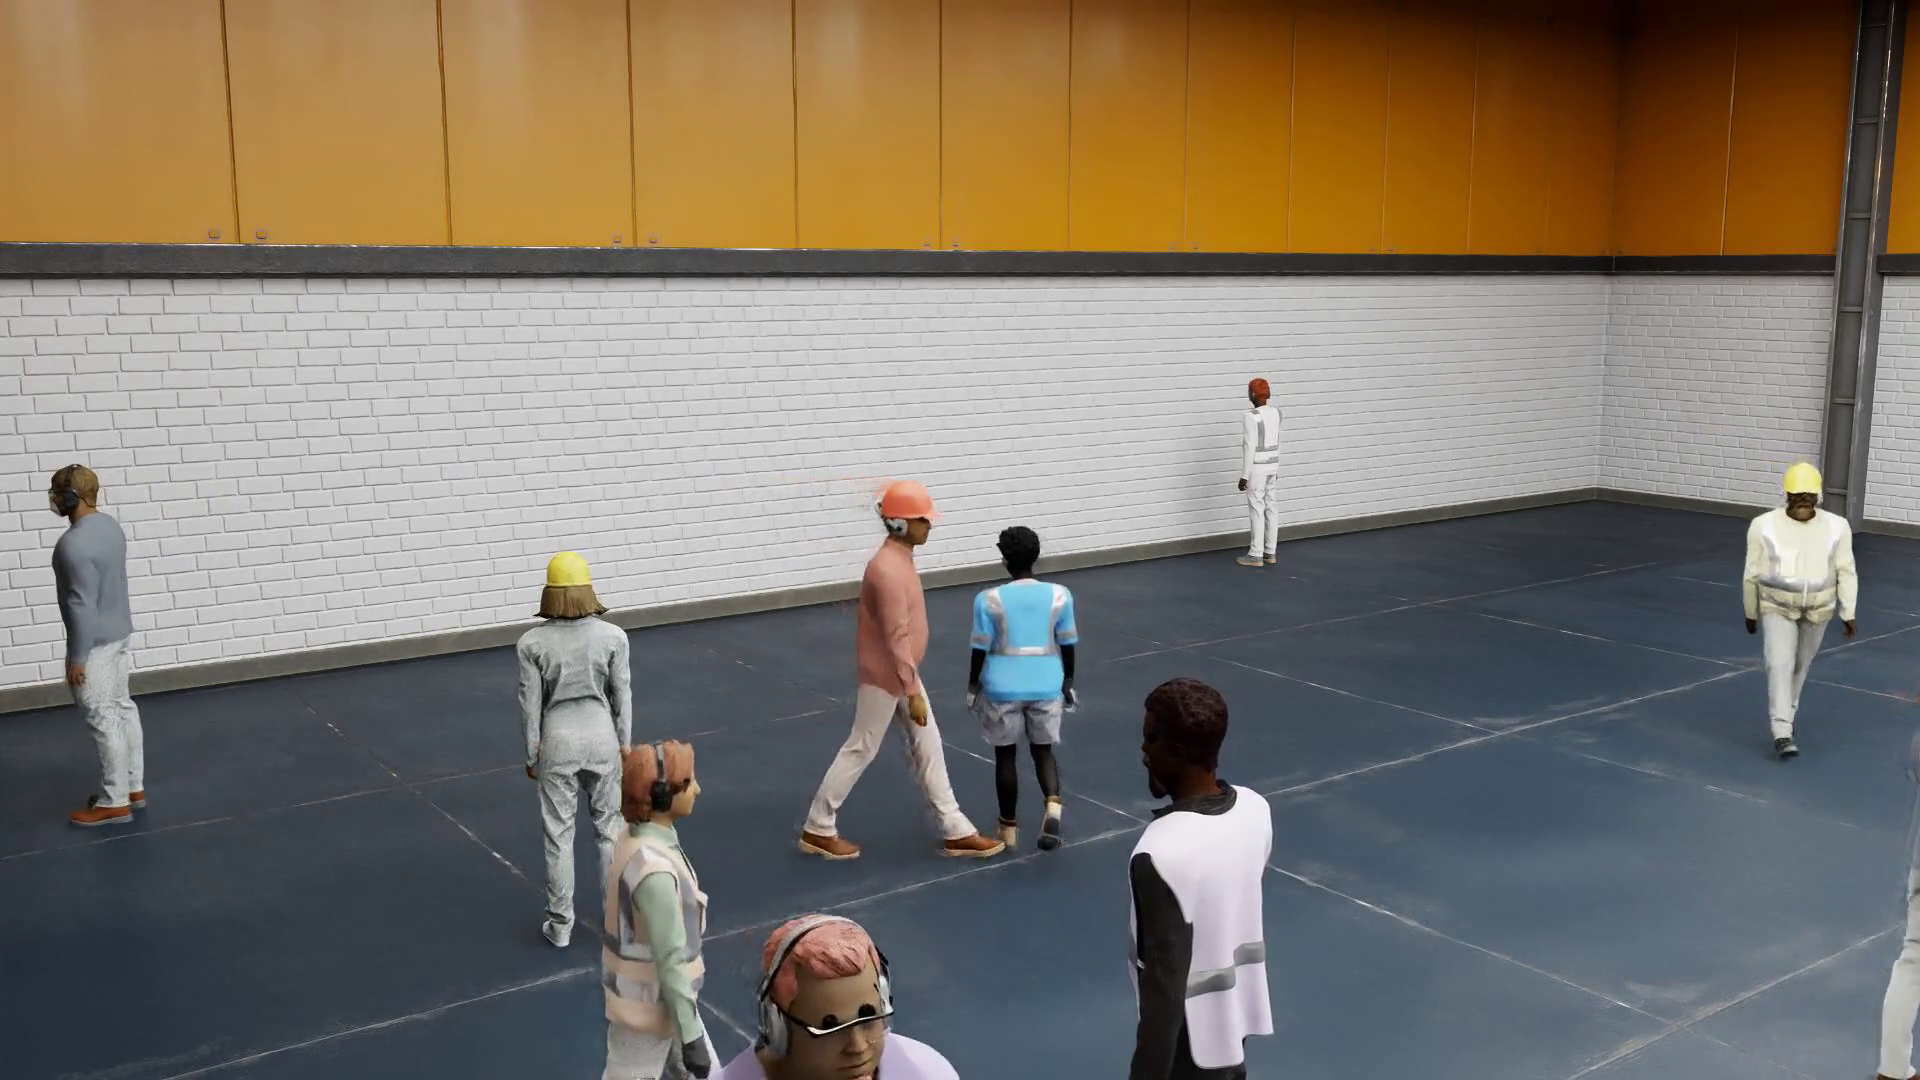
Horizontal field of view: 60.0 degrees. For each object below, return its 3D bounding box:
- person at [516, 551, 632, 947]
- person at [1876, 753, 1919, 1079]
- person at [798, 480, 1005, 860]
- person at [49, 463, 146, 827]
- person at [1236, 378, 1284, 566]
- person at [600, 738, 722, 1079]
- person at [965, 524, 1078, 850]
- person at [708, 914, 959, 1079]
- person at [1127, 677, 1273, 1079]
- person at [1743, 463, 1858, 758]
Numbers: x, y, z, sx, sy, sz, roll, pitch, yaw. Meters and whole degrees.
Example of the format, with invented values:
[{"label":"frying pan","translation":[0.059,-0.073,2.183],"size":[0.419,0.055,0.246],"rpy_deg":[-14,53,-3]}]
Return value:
[{"label":"person","translation":[-1.679,0.910,7.294],"size":[0.486,1.742,0.302],"rpy_deg":[-3,10,-19]},{"label":"person","translation":[3.627,1.209,5.863],"size":[0.749,1.606,0.506],"rpy_deg":[-1,9,-7]},{"label":"person","translation":[-0.339,0.663,8.240],"size":[1.041,1.938,0.632],"rpy_deg":[1,9,8]},{"label":"person","translation":[-4.612,0.554,8.881],"size":[0.352,1.937,0.635],"rpy_deg":[-2,9,-9]},{"label":"person","translation":[3.002,-0.680,16.660],"size":[0.573,1.885,0.356],"rpy_deg":[-9,13,-43]},{"label":"person","translation":[-0.830,1.369,4.896],"size":[0.846,1.587,0.541],"rpy_deg":[-2,9,-11]},{"label":"person","translation":[0.333,0.782,8.361],"size":[0.564,1.648,0.511],"rpy_deg":[-2,9,-11]},{"label":"person","translation":[-0.256,1.548,2.917],"size":[0.649,1.893,0.476],"rpy_deg":[-5,11,-30]},{"label":"person","translation":[0.608,1.301,4.340],"size":[0.374,1.916,0.598],"rpy_deg":[6,11,33]},{"label":"person","translation":[5.136,0.421,10.179],"size":[0.600,1.784,0.926],"rpy_deg":[2,9,13]}]
